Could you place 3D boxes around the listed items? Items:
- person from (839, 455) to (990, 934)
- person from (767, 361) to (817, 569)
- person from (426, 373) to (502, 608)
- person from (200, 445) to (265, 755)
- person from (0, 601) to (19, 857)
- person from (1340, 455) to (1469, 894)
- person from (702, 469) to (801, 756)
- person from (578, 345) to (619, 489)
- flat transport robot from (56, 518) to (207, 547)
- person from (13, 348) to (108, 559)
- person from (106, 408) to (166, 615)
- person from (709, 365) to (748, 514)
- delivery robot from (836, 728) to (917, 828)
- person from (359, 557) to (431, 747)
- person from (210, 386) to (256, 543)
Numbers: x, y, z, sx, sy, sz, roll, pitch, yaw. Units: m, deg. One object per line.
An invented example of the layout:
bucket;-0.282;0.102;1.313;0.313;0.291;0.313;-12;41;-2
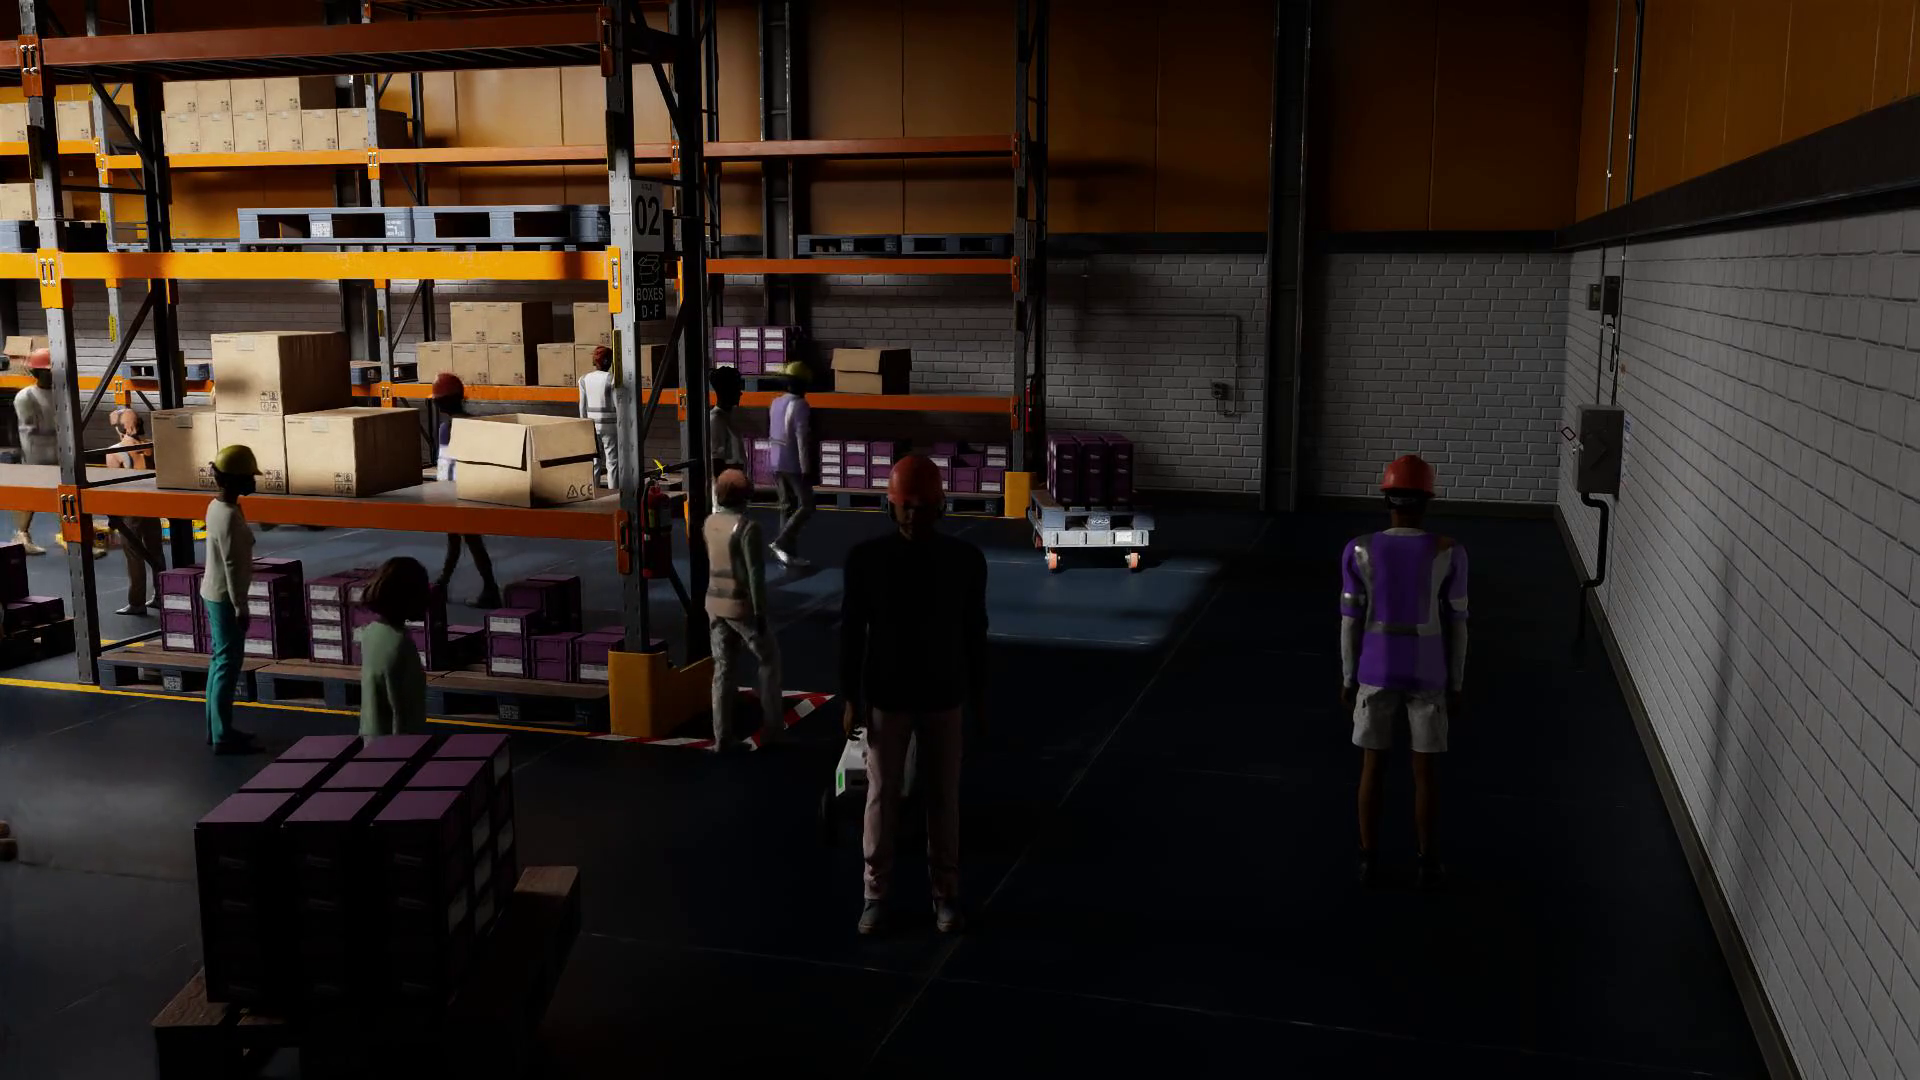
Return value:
person;-0.183;0.638;6.824;0.623;1.989;0.400;-1;9;-6
person;-1.511;-0.674;15.100;0.498;1.897;0.650;-7;12;-37
person;-4.112;-0.386;13.360;0.923;1.892;0.556;2;9;9
person;-4.099;0.336;9.415;0.386;1.752;0.525;-5;11;-30
person;-4.680;0.561;7.745;0.429;1.846;0.625;-6;11;-33
person;1.944;0.589;7.318;0.542;1.928;0.377;3;10;18
person;-1.212;0.400;9.446;0.536;1.608;0.619;8;13;42
person;-3.914;-1.198;18.336;0.574;1.886;0.356;4;10;22
flat transport robot;-8.152;-0.105;16.583;1.431;0.197;0.652;-8;12;-39
person;-8.578;-0.805;15.636;1.049;1.992;0.629;4;10;22
person;-6.518;-0.227;13.170;0.307;1.639;0.513;3;10;16
person;-1.873;-0.408;13.277;0.366;1.967;0.603;-1;9;-4
delivery robot;-0.400;1.102;8.077;0.477;0.478;0.707;0;9;2
person;-2.192;0.868;6.533;0.357;1.614;0.522;-6;11;-33
person;-7.205;-0.916;16.470;0.364;1.933;0.552;-4;10;-24
